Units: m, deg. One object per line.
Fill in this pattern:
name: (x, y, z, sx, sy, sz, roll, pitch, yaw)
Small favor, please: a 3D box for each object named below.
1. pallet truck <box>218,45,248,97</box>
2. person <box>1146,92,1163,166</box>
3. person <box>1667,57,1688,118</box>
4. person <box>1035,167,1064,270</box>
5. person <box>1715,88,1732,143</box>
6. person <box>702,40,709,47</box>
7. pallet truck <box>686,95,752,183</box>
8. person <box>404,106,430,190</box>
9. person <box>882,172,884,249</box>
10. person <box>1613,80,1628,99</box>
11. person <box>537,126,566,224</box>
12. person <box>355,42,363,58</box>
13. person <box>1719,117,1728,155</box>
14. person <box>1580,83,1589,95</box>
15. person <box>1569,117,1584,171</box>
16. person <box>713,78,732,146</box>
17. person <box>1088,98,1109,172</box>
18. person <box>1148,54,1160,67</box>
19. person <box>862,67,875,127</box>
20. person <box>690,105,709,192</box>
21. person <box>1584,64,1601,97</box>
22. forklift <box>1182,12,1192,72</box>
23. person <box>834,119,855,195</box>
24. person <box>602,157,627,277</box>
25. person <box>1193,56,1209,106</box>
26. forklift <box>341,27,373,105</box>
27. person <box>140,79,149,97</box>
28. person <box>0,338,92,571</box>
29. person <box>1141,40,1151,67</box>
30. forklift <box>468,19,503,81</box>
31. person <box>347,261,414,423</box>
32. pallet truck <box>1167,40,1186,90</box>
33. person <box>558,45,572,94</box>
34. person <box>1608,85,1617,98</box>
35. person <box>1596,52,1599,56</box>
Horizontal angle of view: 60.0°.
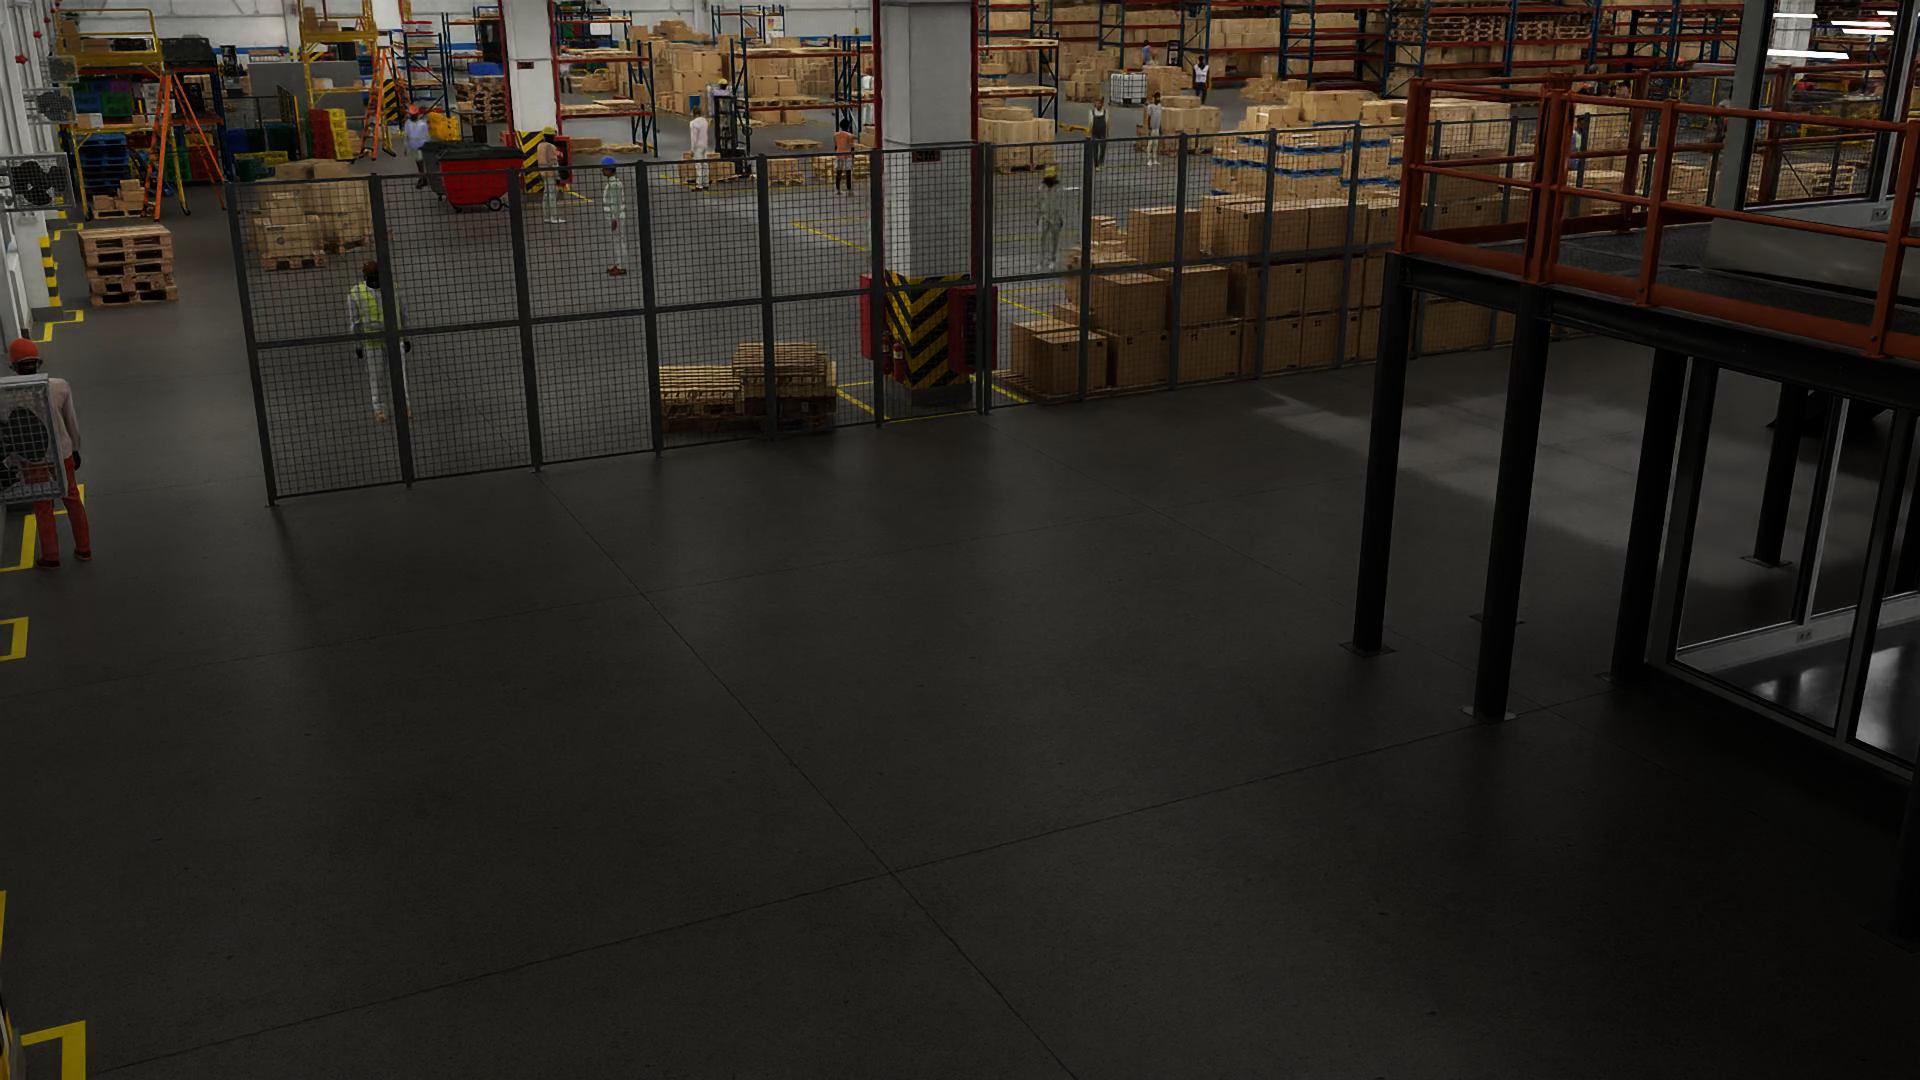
pallet truck: (-28.879, -18.665, 66.111, 0.823, 1.965, 1.885, -3, 19, -9)
person: (5.042, -10.628, 43.004, 0.518, 1.874, 0.329, -17, 25, -40)
person: (24.451, -15.425, 56.716, 0.612, 1.997, 0.375, 6, 20, 16)
person: (1.495, -5.414, 28.114, 0.506, 1.709, 0.810, 5, 20, 14)
person: (20.344, -10.958, 43.873, 0.597, 1.923, 0.910, -4, 19, -11)
person: (-10.884, -20.619, 71.884, 0.564, 1.924, 0.640, 5, 20, 14)
pallet truck: (-5.836, -9.608, 39.856, 0.823, 1.965, 1.885, 10, 22, 27)
person: (-12.620, -9.141, 38.678, 0.564, 1.889, 1.006, 0, 19, 0)
person: (-1.188, -5.654, 28.661, 0.638, 1.833, 0.504, 8, 21, 22)
person: (20.264, -13.377, 51.202, 0.525, 1.722, 0.911, 5, 20, 14)
person: (-8.197, -7.318, 33.326, 0.594, 1.922, 0.385, 18, 26, 42)
person: (-27.980, -22.341, 76.929, 0.666, 1.891, 0.559, -3, 19, -10)
person: (16.147, -7.959, 35.170, 0.378, 1.932, 0.551, 10, 21, 26)
person: (17.007, -11.566, 45.684, 0.598, 1.894, 0.661, 2, 19, 7)
person: (13.176, -8.122, 35.674, 0.389, 1.914, 0.590, 15, 24, 37)
person: (-6.835, -12.333, 47.944, 0.587, 1.881, 1.000, 8, 21, 22)
person: (3.477, -10.130, 41.634, 0.544, 1.819, 0.616, 0, 19, 1)
person: (7.805, -18.615, 66.536, 0.535, 1.609, 0.726, -13, 23, -33)
person: (-2.912, -14.243, 53.483, 0.568, 1.877, 0.344, 13, 23, 34)
person: (-5.970, -8.946, 38.026, 0.368, 1.940, 0.632, 7, 20, 20)
person: (19.806, -13.870, 52.145, 0.538, 2.000, 0.684, 2, 19, 5)
forklift: (11.169, -24.070, 80.444, 1.873, 2.768, 1.129, 1, 19, 3)
person: (-2.601, -8.623, 37.475, 0.531, 1.690, 0.322, 9, 21, 23)
person: (-5.748, -5.369, 27.641, 0.389, 1.949, 0.602, -6, 20, -16)
person: (8.638, -16.381, 59.643, 0.610, 1.902, 0.547, -1, 19, -2)
forklift: (-22.275, -17.346, 60.954, 1.873, 2.768, 1.129, -9, 21, -25)
person: (-25.121, -13.427, 51.481, 0.515, 1.634, 0.314, 9, 21, 24)
person: (-7.769, -0.723, 14.102, 0.379, 1.996, 0.611, 14, 24, 36)
person: (8.269, -21.301, 73.985, 0.429, 1.841, 0.633, 9, 21, 23)
forklift: (-19.624, -20.344, 69.645, 1.129, 2.768, 1.873, 13, 23, 33)
person: (-6.523, -2.239, 18.756, 0.637, 1.830, 0.429, -12, 22, -30)
pallet truck: (9.045, -19.971, 69.895, 0.823, 1.965, 1.885, -3, 19, -8)
person: (-16.049, -19.128, 67.614, 0.556, 1.905, 0.944, -10, 21, -26)
person: (17.759, -11.474, 45.504, 0.573, 1.865, 0.342, -8, 21, -23)
person: (28.743, -21.688, 75.346, 0.360, 1.681, 0.539, 13, 23, 34)
